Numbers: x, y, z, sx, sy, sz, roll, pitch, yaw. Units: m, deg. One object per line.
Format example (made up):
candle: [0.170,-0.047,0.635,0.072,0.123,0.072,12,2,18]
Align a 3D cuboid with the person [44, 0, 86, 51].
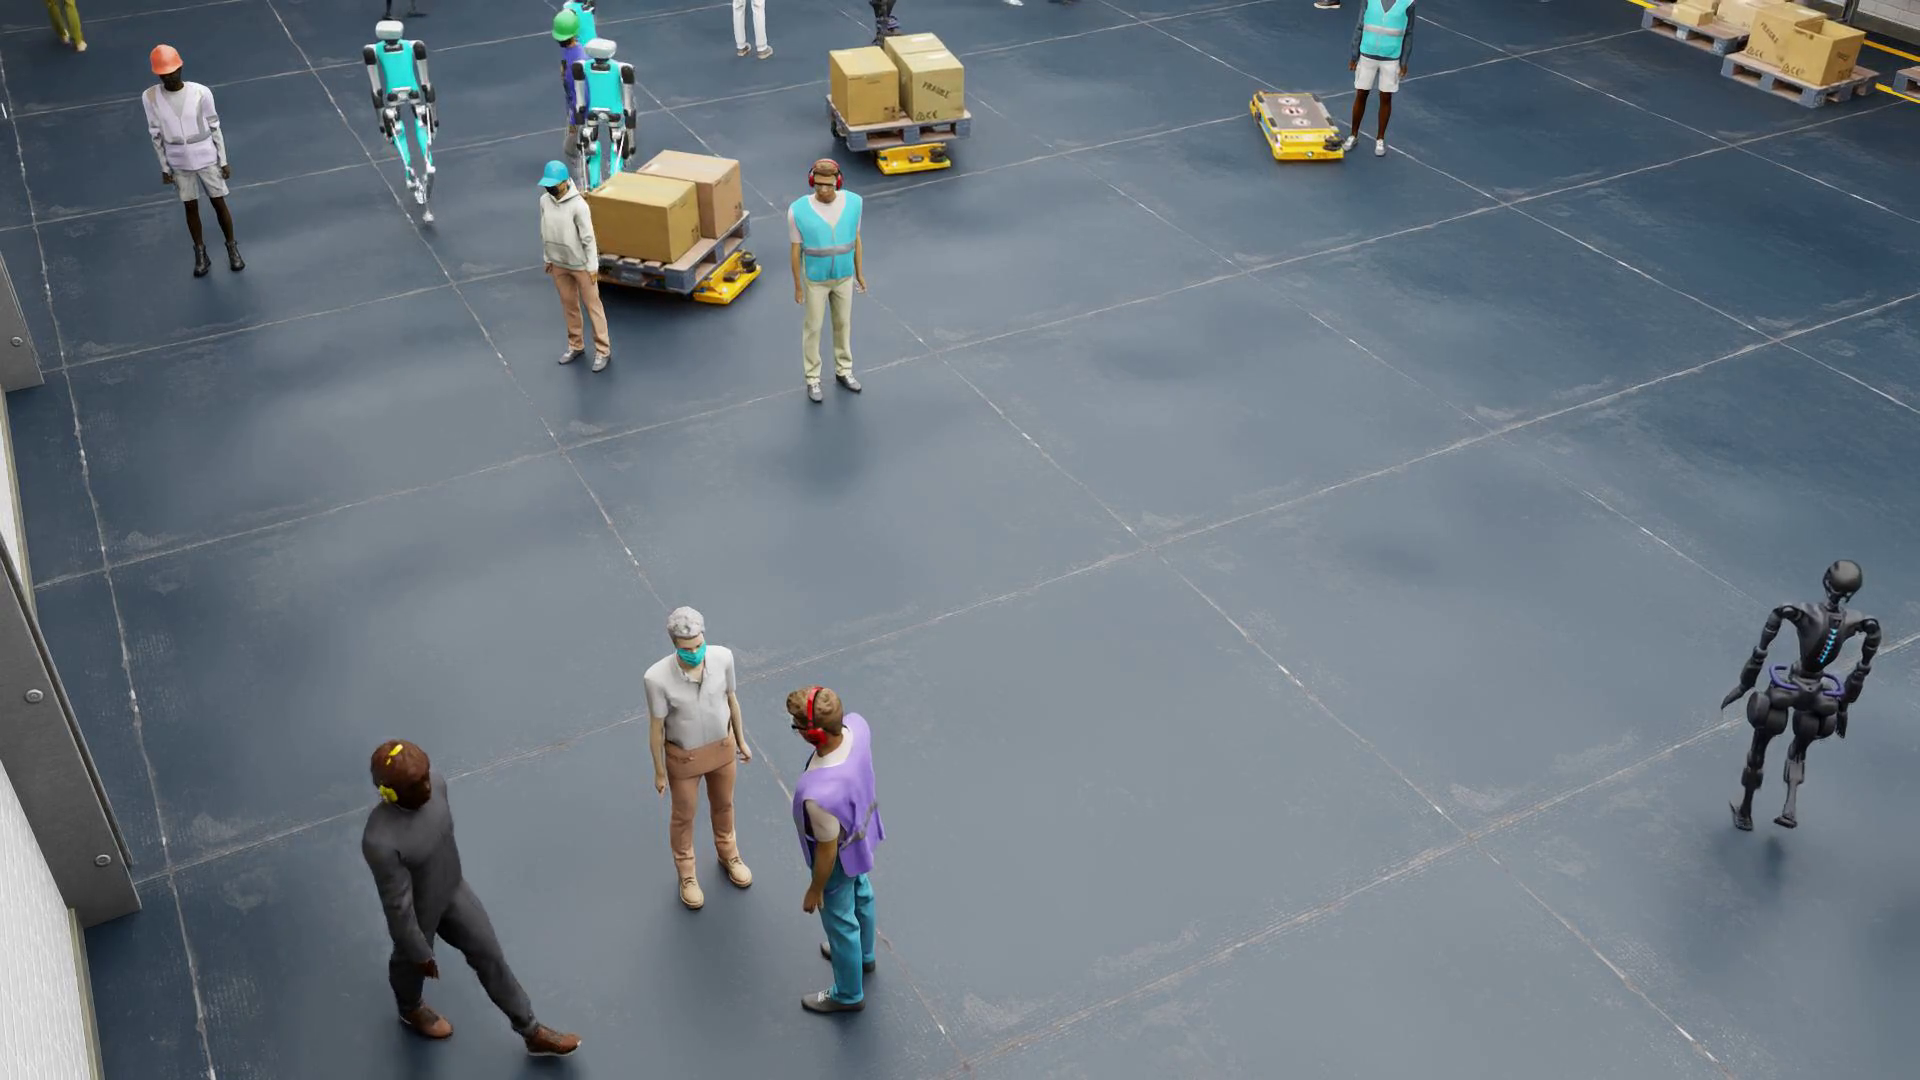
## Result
person: [-10.154,-6.411,18.538,0.537,1.818,0.707,-15,38,-20]

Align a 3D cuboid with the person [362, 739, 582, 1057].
person: [-2.202,1.584,7.098,0.987,1.817,0.515,14,37,19]

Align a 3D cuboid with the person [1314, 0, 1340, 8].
person: [4.484,-7.320,19.690,0.368,1.965,0.601,5,35,8]

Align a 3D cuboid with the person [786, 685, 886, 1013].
person: [-0.537,1.381,7.376,0.389,1.838,0.563,8,36,12]

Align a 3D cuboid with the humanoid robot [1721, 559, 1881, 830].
humanoid robot: [4.175,0.820,8.321,0.590,1.648,0.425,8,36,11]

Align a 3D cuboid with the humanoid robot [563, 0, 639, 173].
humanoid robot: [-3.291,-4.291,15.572,0.681,1.796,0.560,6,35,8]

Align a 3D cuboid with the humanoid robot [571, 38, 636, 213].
humanoid robot: [-3.035,-3.282,14.121,0.547,1.767,0.851,3,35,4]

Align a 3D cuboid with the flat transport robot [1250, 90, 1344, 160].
flat transport robot: [3.360,-4.162,16.658,0.659,0.231,1.431,-1,35,-2]

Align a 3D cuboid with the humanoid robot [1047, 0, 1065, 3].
humanoid robot: [1.204,-7.262,19.860,0.324,1.656,0.589,24,42,31]

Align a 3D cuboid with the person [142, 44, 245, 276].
person: [-6.332,-3.132,13.733,0.542,1.939,0.359,-11,36,-15]

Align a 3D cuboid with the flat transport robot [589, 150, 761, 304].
flat transport robot: [-2.462,-2.295,13.992,1.431,0.231,0.659,11,37,16]

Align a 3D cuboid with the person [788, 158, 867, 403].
person: [-0.954,-1.906,12.066,0.562,1.841,0.393,-16,38,-22]

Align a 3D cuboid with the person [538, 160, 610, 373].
person: [-2.904,-2.042,12.413,0.474,1.669,0.387,14,38,20]

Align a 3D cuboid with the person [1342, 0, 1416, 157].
person: [4.021,-4.642,15.889,0.561,1.937,0.426,12,37,16]

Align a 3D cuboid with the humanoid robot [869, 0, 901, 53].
humanoid robot: [-0.759,-5.038,16.690,0.348,1.650,0.590,-5,35,-7]

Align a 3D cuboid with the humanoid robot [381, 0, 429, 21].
humanoid robot: [-6.603,-6.902,19.350,0.545,1.634,0.616,-2,35,-2]

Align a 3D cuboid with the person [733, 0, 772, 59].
person: [-2.333,-6.236,18.218,0.573,1.880,0.361,10,36,14]

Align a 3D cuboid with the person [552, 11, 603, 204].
person: [-3.434,-3.814,14.799,0.444,1.840,0.556,-21,40,-27]

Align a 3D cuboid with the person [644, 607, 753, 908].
person: [-1.244,1.019,7.972,0.494,1.744,0.301,-19,39,-25]

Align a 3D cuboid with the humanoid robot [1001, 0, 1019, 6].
humanoid robot: [0.455,-7.280,19.915,0.810,1.867,0.540,30,45,35]

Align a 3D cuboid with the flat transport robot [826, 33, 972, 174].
flat transport robot: [-0.612,-3.969,16.383,0.659,0.231,1.431,-10,36,-14]

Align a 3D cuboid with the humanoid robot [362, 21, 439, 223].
humanoid robot: [-4.835,-3.595,14.596,0.536,1.756,1.031,-10,36,-14]

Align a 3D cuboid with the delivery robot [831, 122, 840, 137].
delivery robot: [-0.963,-4.376,16.699,0.499,0.576,0.768,9,36,13]
